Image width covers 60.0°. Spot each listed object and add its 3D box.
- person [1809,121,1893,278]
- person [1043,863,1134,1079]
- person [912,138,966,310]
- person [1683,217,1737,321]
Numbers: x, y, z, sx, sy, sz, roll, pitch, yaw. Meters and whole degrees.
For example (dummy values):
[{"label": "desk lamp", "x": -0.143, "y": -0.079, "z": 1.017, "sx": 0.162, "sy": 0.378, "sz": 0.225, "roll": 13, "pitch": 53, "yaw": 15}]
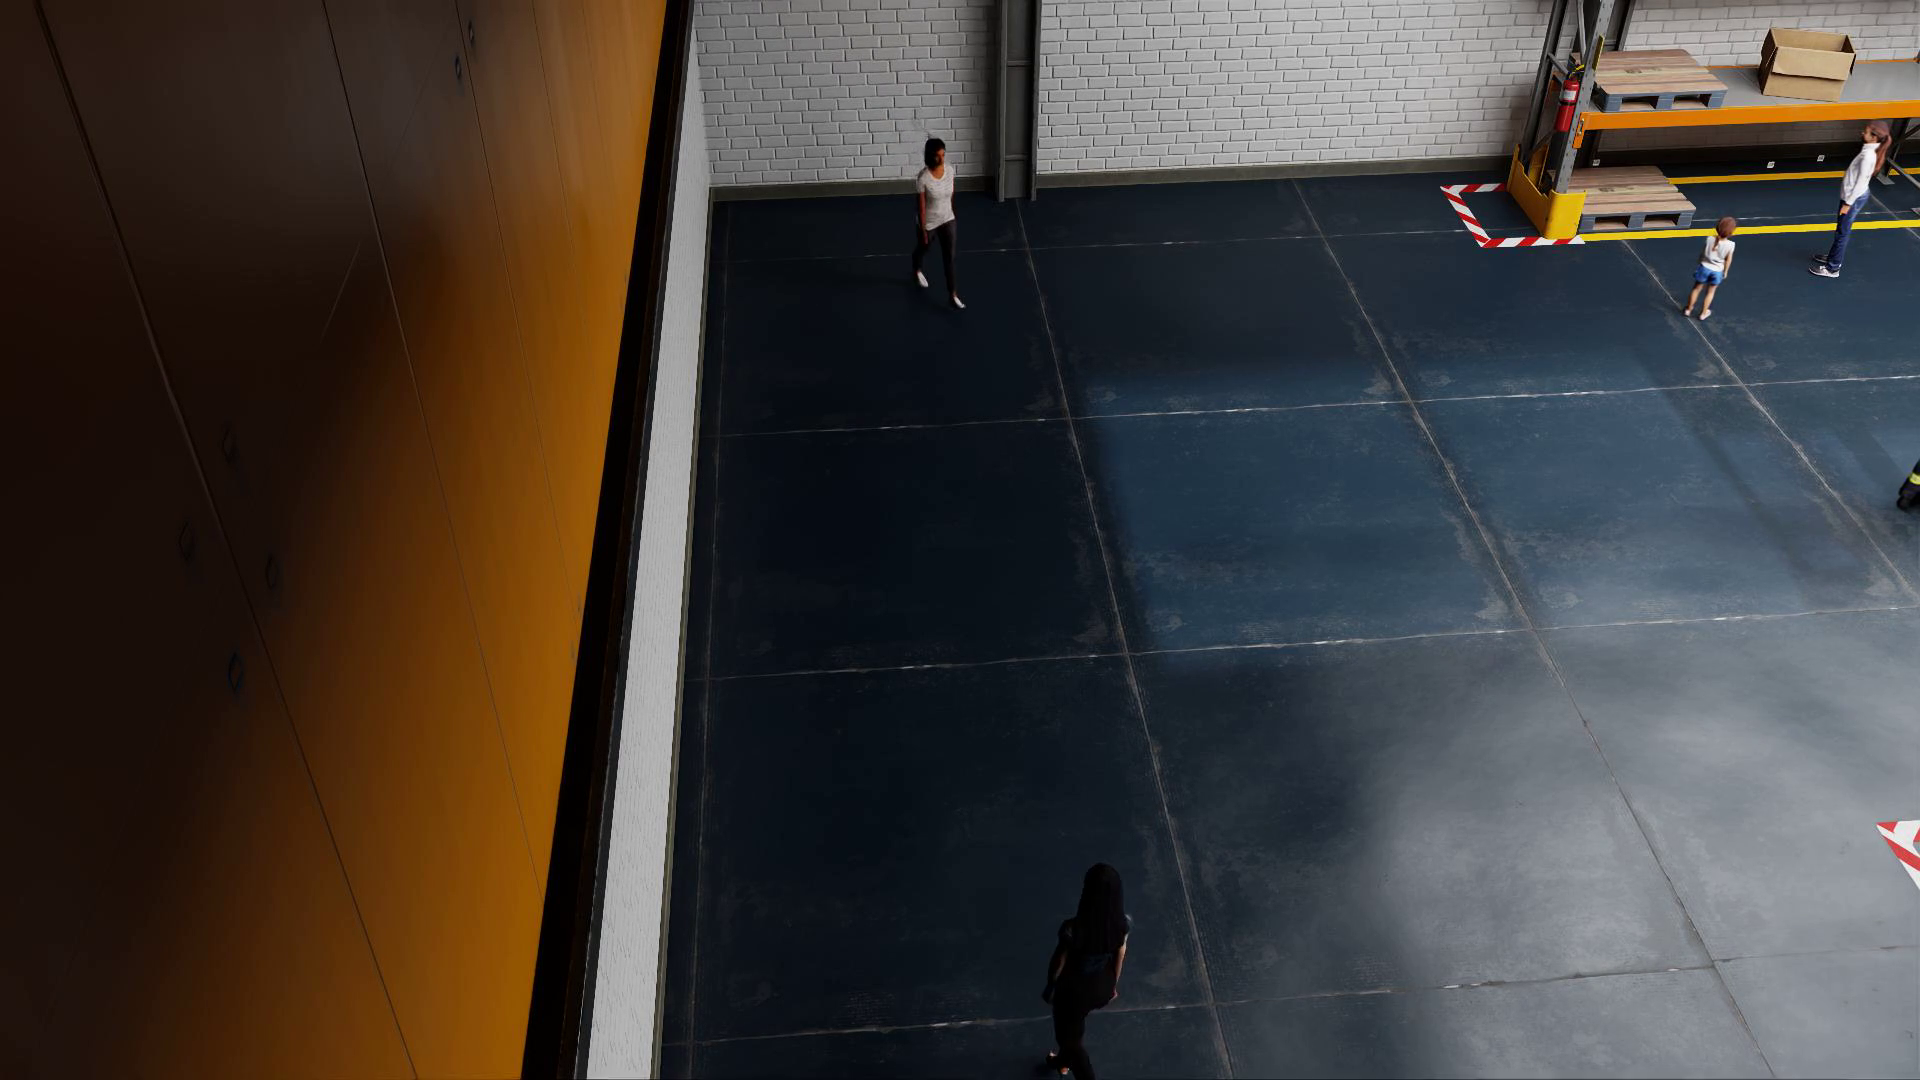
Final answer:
[{"label": "person", "x": 8.499, "y": -3.251, "z": 15.797, "sx": 0.680, "sy": 1.558, "sz": 0.634, "roll": 22, "pitch": 44, "yaw": 25}, {"label": "person", "x": 0.685, "y": 2.402, "z": 8.601, "sx": 0.945, "sy": 1.704, "sz": 0.848, "roll": -17, "pitch": 42, "yaw": -20}, {"label": "person", "x": -0.278, "y": -2.978, "z": 15.419, "sx": 1.103, "sy": 1.601, "sz": 0.957, "roll": -20, "pitch": 43, "yaw": -24}, {"label": "person", "x": 6.912, "y": -2.510, "z": 15.303, "sx": 0.464, "sy": 1.016, "sz": 0.538, "roll": 22, "pitch": 44, "yaw": 25}]
